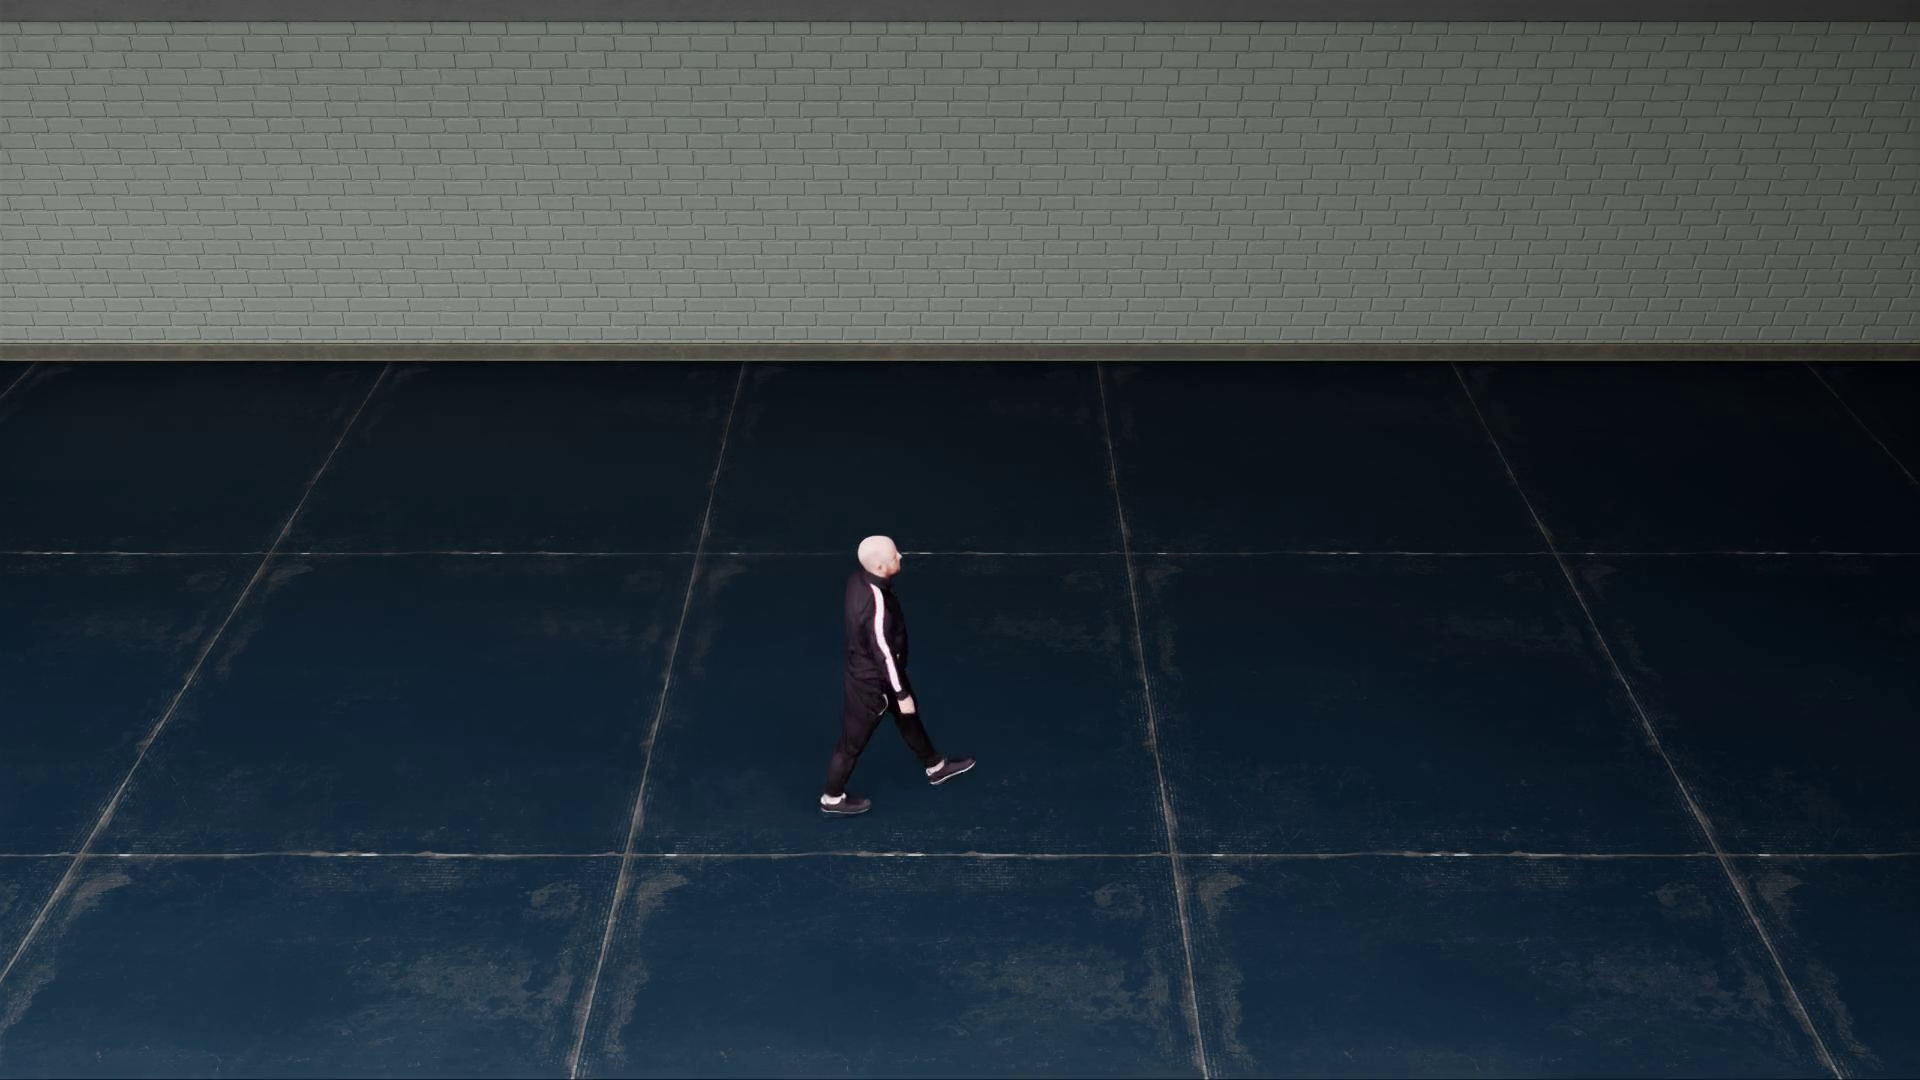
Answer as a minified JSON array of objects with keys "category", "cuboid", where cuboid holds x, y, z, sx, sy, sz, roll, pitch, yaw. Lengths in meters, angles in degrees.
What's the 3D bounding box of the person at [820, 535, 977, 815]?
[{"category":"person","cuboid":[-0.564,0.778,8.936,0.873,1.791,1.121,-5,33,-8]}]
